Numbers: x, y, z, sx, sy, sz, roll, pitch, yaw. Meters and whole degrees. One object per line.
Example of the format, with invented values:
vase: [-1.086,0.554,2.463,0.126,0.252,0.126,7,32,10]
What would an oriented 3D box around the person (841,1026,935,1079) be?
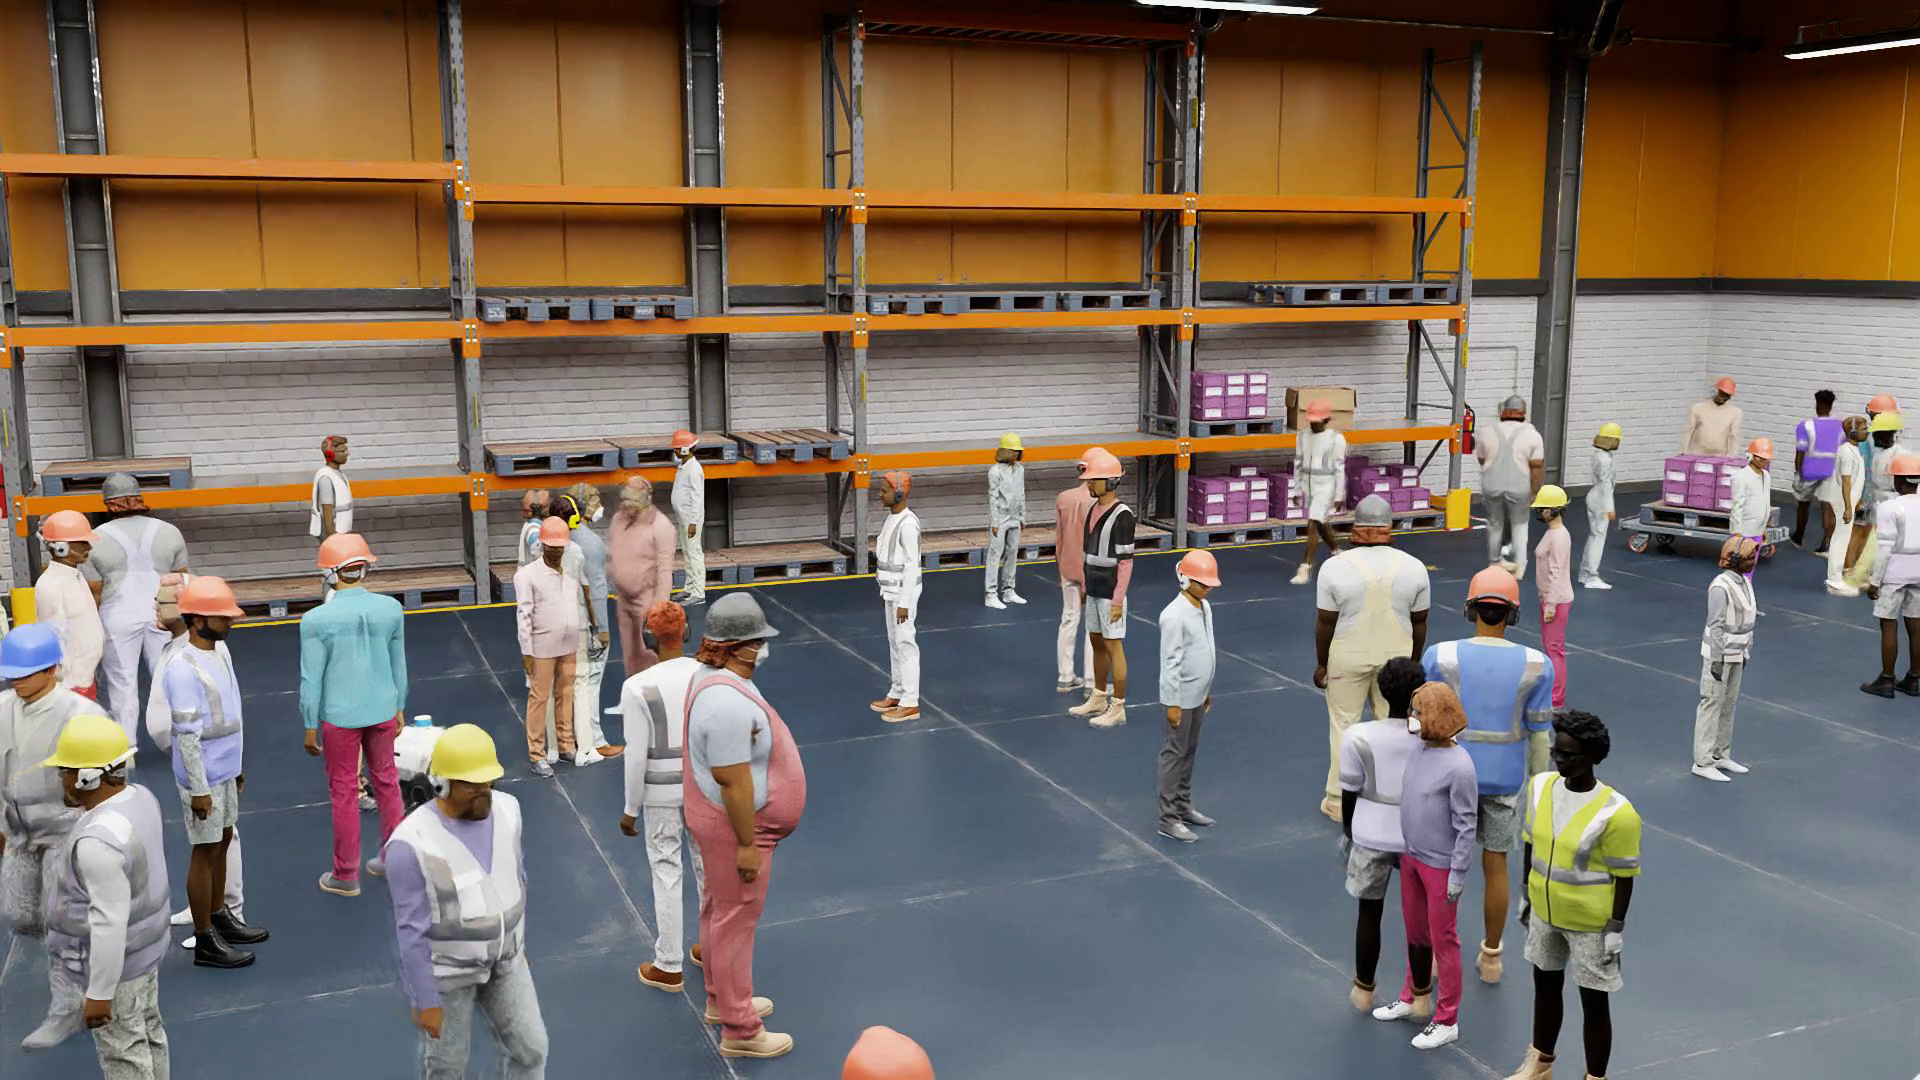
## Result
person: [-0.149,1.970,3.882,0.563,1.753,0.327,-8,12,-37]

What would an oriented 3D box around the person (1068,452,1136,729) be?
person: [1.053,0.366,12.295,0.371,2.044,0.607,-4,11,-23]

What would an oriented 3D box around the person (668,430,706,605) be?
person: [-2.719,-0.229,16.578,0.328,1.746,0.560,-4,11,-23]

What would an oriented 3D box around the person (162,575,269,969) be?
person: [-3.671,1.130,8.205,0.360,1.937,0.542,-1,10,-7]

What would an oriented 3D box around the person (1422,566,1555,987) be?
person: [2.489,1.129,7.962,0.612,2.029,0.408,2,10,10]

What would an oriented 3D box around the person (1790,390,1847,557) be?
person: [9.998,-0.782,19.338,0.626,1.909,0.987,2,10,10]

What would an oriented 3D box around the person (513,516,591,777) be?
person: [-2.719,0.700,11.213,0.339,1.748,0.564,8,13,38]

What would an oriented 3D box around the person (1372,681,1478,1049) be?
person: [2.079,1.424,7.382,0.274,1.632,0.507,-3,10,-18]

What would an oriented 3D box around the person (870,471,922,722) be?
person: [-0.468,0.414,12.483,0.356,1.883,0.574,-3,10,-17]

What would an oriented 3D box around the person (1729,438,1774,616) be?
person: [7.569,-0.113,15.904,0.562,1.746,0.339,-7,12,-35]

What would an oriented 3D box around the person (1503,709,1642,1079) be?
person: [2.471,1.509,6.711,0.321,1.696,0.537,-6,11,-29]

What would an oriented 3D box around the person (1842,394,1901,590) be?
person: [9.494,-0.498,17.278,0.614,2.041,0.393,-6,12,-33]

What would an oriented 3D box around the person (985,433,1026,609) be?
person: [0.478,-0.193,16.419,0.342,1.736,0.484,9,13,41]

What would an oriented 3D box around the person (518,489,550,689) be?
person: [-3.345,0.412,13.188,0.315,1.641,0.515,-3,10,-18]

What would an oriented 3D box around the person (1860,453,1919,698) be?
person: [7.402,0.279,13.110,0.552,1.932,0.377,-2,10,-11]

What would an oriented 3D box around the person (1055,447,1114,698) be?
person: [1.030,0.254,13.139,0.624,1.984,0.428,9,13,41]

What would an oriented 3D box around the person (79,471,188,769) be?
person: [-5.652,0.529,11.365,0.681,2.000,0.538,-9,13,-42]

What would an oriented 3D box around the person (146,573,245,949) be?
person: [-3.891,1.104,8.439,0.401,1.910,0.640,-6,12,-32]

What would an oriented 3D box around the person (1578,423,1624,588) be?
person: [6.707,-0.356,17.353,0.353,1.731,0.555,2,10,10]

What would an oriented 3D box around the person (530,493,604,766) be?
person: [-2.679,0.613,11.378,0.536,1.869,0.312,4,10,20]

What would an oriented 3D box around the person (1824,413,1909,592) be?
person: [9.327,-0.352,16.894,0.996,1.870,0.608,2,10,9]

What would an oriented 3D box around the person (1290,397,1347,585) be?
person: [3.875,-0.552,17.761,1.029,1.990,0.622,-8,12,-37]

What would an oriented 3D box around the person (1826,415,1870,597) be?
person: [9.076,-0.351,16.998,0.345,1.847,0.507,5,11,27]

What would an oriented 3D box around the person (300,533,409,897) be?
person: [-3.319,0.947,9.119,0.407,1.987,0.615,8,13,39]

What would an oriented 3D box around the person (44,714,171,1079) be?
person: [-3.142,1.535,6.165,0.404,1.832,0.600,-2,10,-14]

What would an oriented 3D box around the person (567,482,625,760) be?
person: [-2.596,0.560,11.490,0.368,1.937,0.632,-8,13,-39]

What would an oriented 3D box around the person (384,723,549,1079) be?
person: [-1.741,1.561,6.079,0.627,1.813,0.606,7,12,36]

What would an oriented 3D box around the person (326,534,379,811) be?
person: [-3.803,0.825,10.486,0.330,1.750,0.573,-3,10,-15]

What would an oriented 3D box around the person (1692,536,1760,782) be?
person: [5.105,0.784,11.079,0.514,1.634,0.312,-10,14,-44]

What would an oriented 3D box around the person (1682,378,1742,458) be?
person: [9.357,-1.051,20.728,0.645,1.948,0.728,3,10,16]

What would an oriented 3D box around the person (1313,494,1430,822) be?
person: [2.506,0.719,10.273,0.689,2.000,0.537,0,10,-1]

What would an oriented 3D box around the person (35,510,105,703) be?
person: [-5.256,0.808,9.894,0.387,1.992,0.622,-3,10,-17]

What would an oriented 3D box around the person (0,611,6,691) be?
person: [-6.189,0.914,10.344,0.323,1.630,0.504,7,12,36]

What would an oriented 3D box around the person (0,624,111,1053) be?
person: [-3.989,1.279,7.374,0.624,1.922,0.583,3,10,17]

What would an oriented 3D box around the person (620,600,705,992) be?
person: [-1.348,1.205,7.916,0.572,1.887,0.355,-8,13,-40]

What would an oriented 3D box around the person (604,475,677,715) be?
person: [-2.417,0.445,12.346,0.770,1.884,0.401,8,13,39]

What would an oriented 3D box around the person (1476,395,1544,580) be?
person: [5.941,-0.605,17.899,0.719,2.000,0.666,6,11,30]

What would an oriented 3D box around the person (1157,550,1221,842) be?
person: [1.390,0.915,9.991,0.347,1.742,0.564,5,11,29]

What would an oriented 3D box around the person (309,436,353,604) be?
person: [-5.717,-0.035,15.177,0.390,1.846,0.564,-2,10,-11]

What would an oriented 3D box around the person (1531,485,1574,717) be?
person: [4.465,0.456,12.607,0.341,1.756,0.518,2,10,12]

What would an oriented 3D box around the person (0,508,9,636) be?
person: [-8.157,0.253,13.781,0.336,1.749,0.575,0,10,1]

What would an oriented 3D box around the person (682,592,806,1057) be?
person: [-0.947,1.227,7.345,0.537,2.000,0.674,-3,10,-16]

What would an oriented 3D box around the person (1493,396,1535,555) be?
person: [6.377,-0.763,19.355,0.583,1.848,0.512,3,10,15]

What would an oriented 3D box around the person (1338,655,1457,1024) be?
person: [1.989,1.359,7.577,0.539,1.696,0.317,2,10,11]
